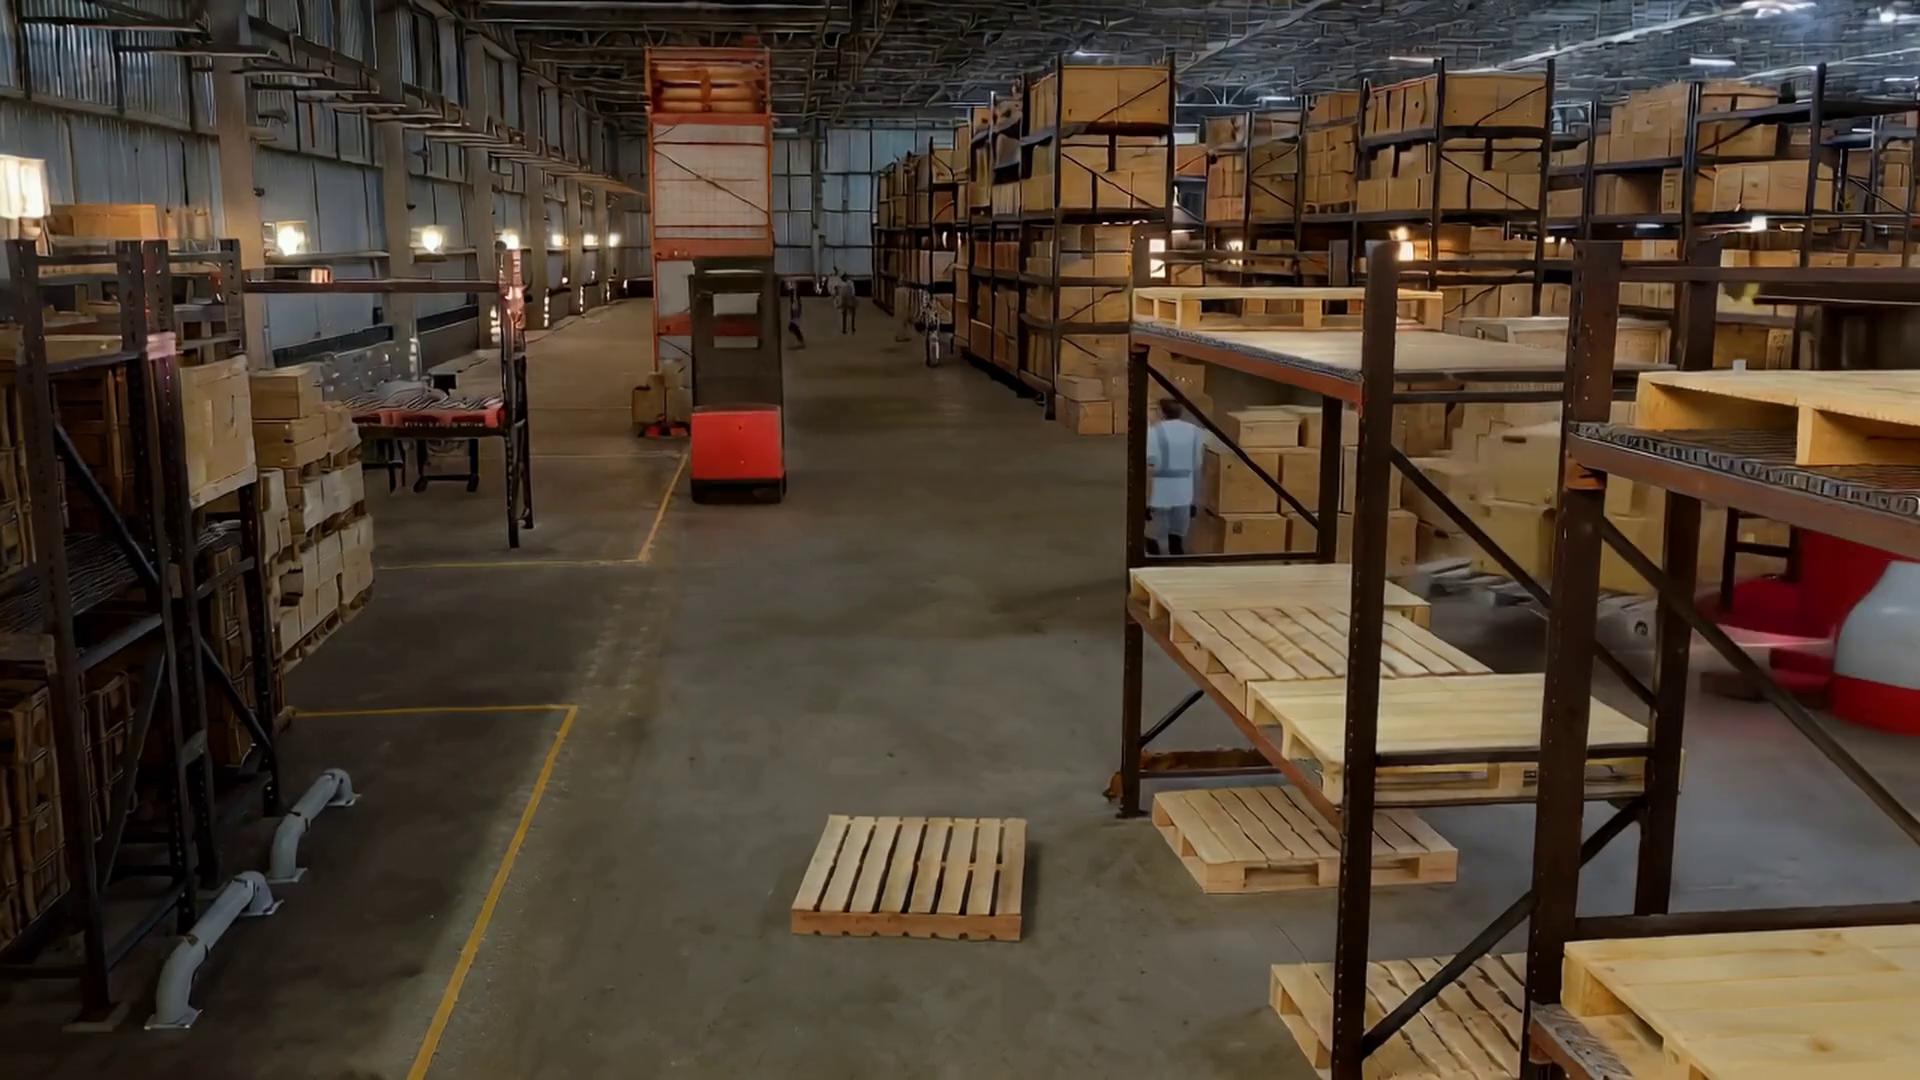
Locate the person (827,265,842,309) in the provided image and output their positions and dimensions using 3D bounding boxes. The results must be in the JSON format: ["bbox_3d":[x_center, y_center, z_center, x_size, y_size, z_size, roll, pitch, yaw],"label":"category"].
[{"bbox_3d":[-5.563,-11.200,73.645,0.635,1.922,0.756,-2,10,-13],"label":"person"}]

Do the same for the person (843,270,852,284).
[{"bbox_3d":[-5.186,-11.670,77.045,0.514,1.636,0.315,-9,14,-41],"label":"person"}]

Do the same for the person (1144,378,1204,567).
[{"bbox_3d":[1.725,-0.346,13.502,0.559,1.923,0.480,-5,11,-26],"label":"person"}]

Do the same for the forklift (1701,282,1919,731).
[{"bbox_3d":[5.976,-0.284,10.508,1.129,2.768,1.873,-8,13,-39],"label":"forklift"}]

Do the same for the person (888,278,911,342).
[{"bbox_3d":[-1.831,-6.903,49.943,0.654,1.887,0.653,-7,12,-35],"label":"person"}]

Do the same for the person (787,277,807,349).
[{"bbox_3d":[-4.557,-6.298,46.253,0.655,2.006,0.647,5,12,27],"label":"person"}]

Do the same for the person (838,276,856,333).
[{"bbox_3d":[-3.702,-7.763,54.780,0.659,1.855,0.990,2,10,12],"label":"person"}]

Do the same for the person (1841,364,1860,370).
[{"bbox_3d":[10.053,-1.192,18.997,0.531,1.624,0.527,-3,11,-15],"label":"person"}]

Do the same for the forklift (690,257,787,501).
[{"bbox_3d":[-2.651,-1.956,19.773,1.129,2.768,1.873,-1,10,-6],"label":"forklift"}]

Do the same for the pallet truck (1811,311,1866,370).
[{"bbox_3d":[15.846,-3.142,28.793,1.885,1.965,0.823,2,10,12],"label":"pallet truck"}]

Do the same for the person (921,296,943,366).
[{"bbox_3d":[-0.680,-5.068,40.294,0.540,1.695,0.316,2,10,11],"label":"person"}]

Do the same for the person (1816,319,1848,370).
[{"bbox_3d":[13.099,-2.422,25.054,0.397,1.911,0.587,10,14,43],"label":"person"}]
